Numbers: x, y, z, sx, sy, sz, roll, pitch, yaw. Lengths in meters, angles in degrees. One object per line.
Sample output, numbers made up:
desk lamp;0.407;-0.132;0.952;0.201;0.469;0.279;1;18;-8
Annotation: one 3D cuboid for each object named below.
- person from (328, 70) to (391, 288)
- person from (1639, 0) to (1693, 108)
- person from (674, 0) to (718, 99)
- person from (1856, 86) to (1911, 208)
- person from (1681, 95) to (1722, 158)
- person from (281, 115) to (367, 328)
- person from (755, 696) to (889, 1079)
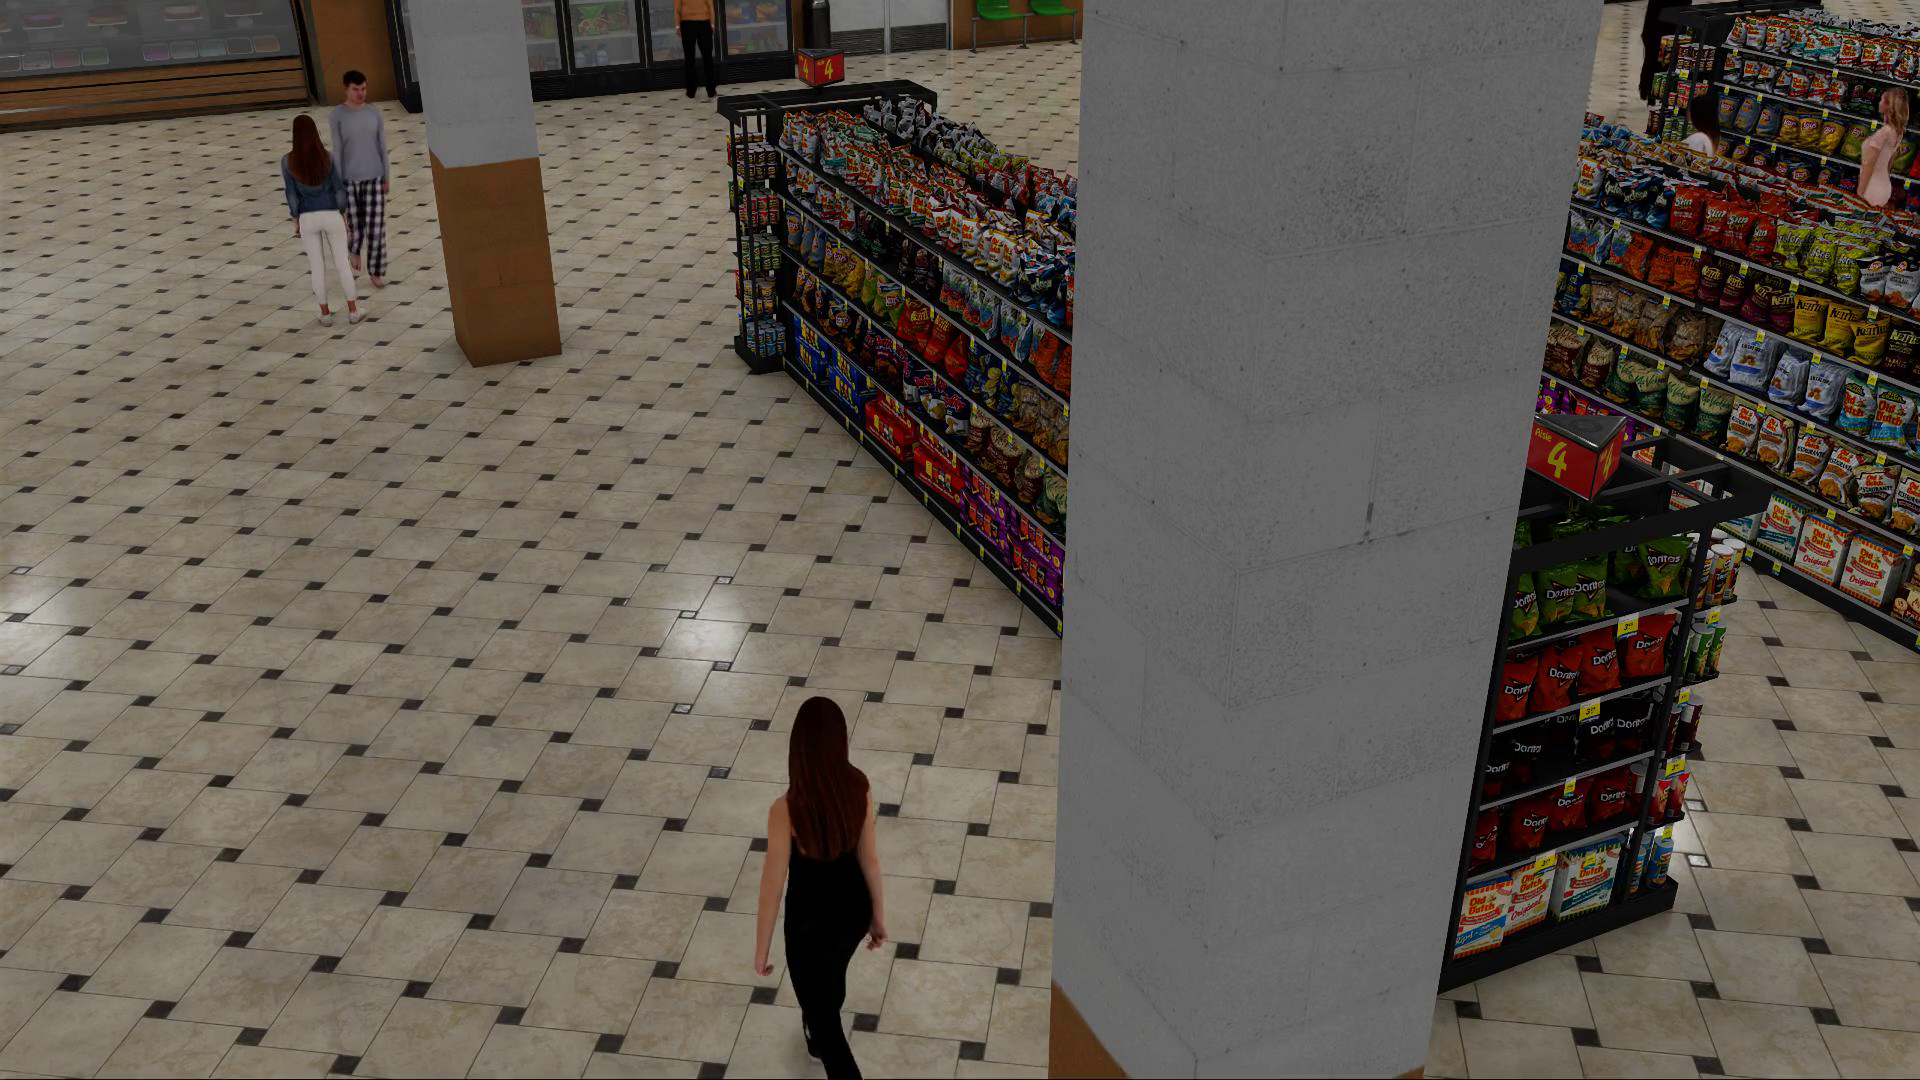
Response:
person;-5.206;-3.140;14.407;0.703;1.829;0.838;-13;30;-24
person;8.698;-6.251;20.634;0.805;1.747;0.881;21;34;35
person;-3.380;-6.554;21.226;0.710;1.753;0.647;-6;27;-11
person;7.603;-2.800;13.753;0.659;1.816;0.784;-18;32;-32
person;6.258;-2.959;14.216;0.762;1.681;0.771;22;34;36
person;-5.154;-2.564;13.414;0.648;1.702;0.575;-7;28;-13
person;-0.416;1.383;5.655;1.152;1.679;0.868;24;35;39
